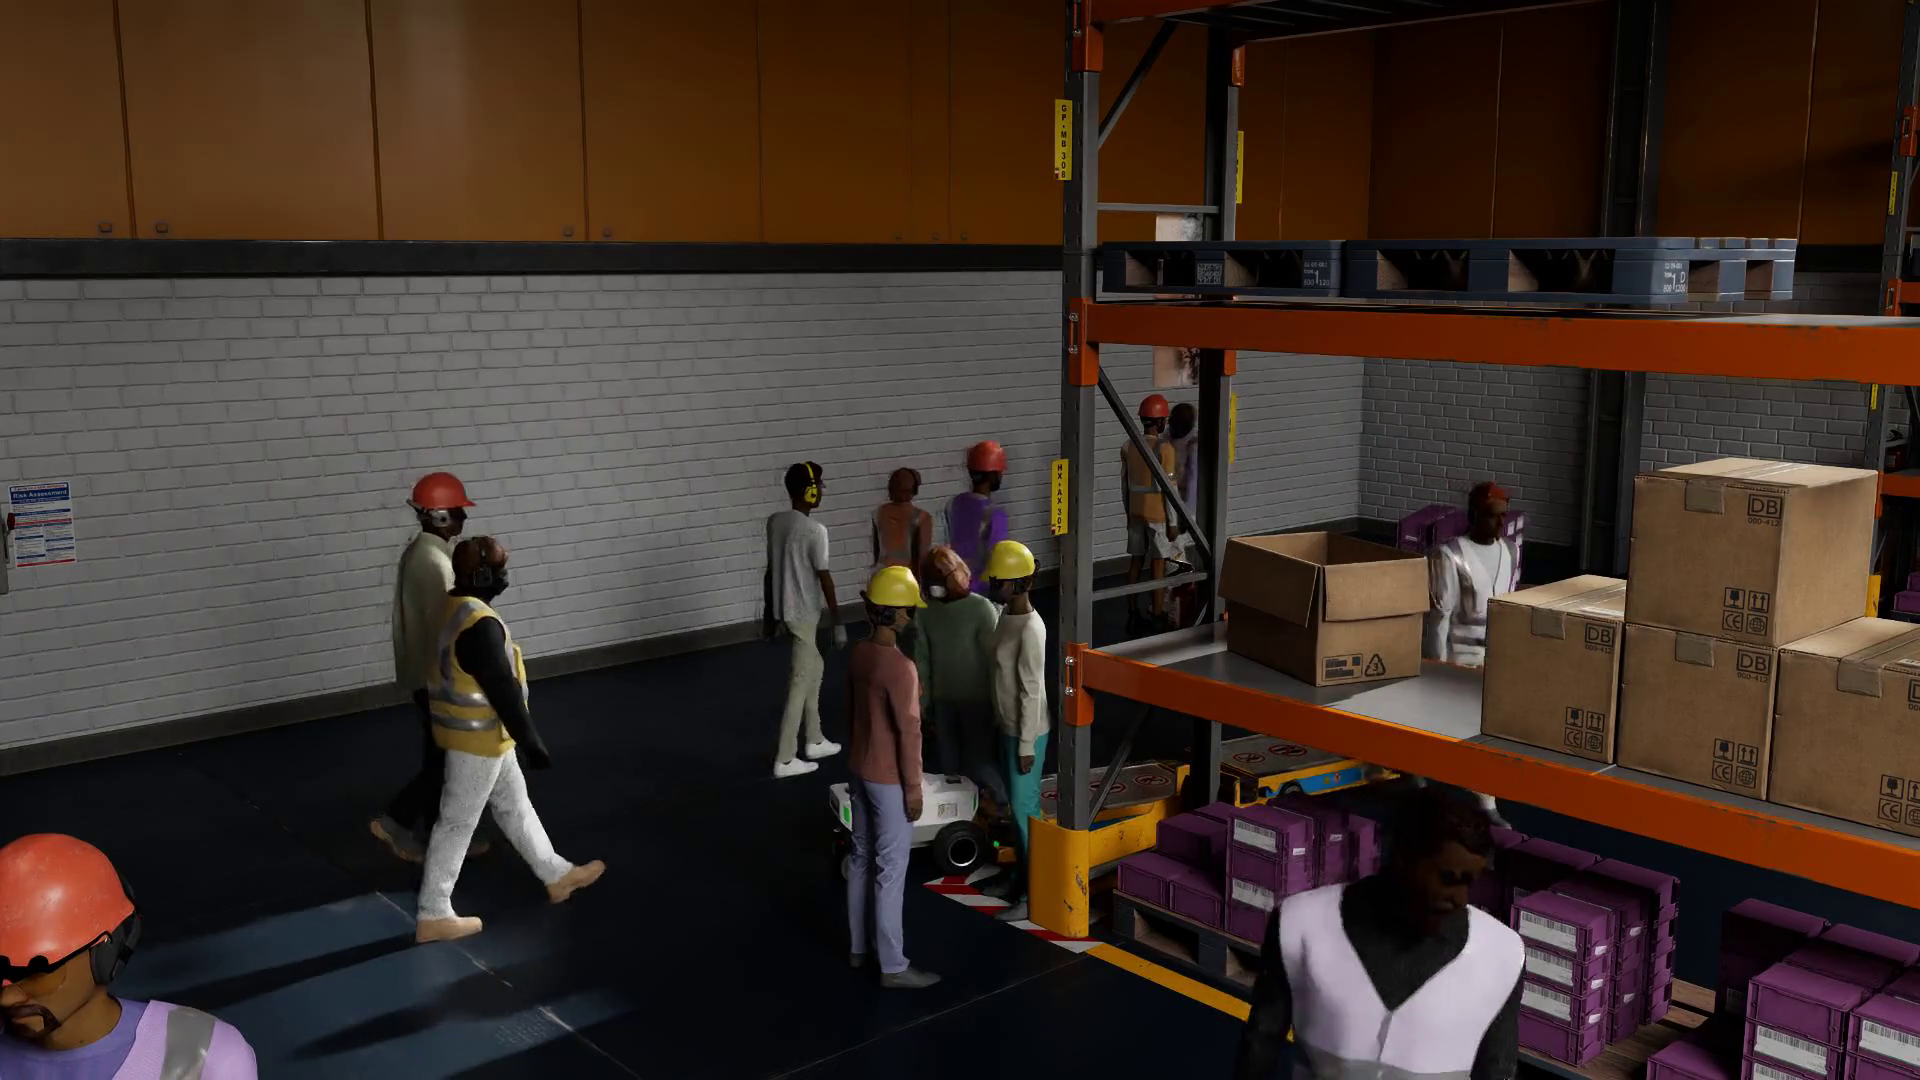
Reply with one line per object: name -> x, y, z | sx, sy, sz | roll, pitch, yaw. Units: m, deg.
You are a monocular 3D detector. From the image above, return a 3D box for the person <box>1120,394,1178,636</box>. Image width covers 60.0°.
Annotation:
person -> 1.538, -0.200, 13.349 | 0.356, 1.938, 0.543 | -9, 13, -42

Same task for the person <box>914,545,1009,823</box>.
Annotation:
person -> 0.021, 0.810, 8.377 | 0.549, 1.607, 0.465 | 7, 12, 35

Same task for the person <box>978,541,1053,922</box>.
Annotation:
person -> 0.248, 0.869, 7.631 | 0.340, 1.760, 0.530 | -1, 10, -9

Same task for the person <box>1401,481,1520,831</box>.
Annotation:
person -> 2.698, 0.597, 8.911 | 0.583, 1.863, 0.718 | -4, 11, -24

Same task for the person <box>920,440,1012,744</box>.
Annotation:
person -> 0.079, 0.336, 10.298 | 0.836, 1.908, 0.565 | -9, 13, -43

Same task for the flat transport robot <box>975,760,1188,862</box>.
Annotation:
flat transport robot -> 0.700, 1.411, 8.795 | 1.431, 0.197, 0.652 | -4, 11, -24

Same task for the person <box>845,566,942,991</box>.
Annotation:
person -> -0.298, 0.982, 6.942 | 0.329, 1.765, 0.526 | -6, 11, -30

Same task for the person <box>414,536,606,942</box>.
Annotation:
person -> -2.063, 0.875, 7.479 | 0.930, 1.794, 0.625 | -4, 11, -23

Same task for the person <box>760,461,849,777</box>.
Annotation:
person -> -0.854, 0.455, 9.796 | 0.740, 1.844, 0.533 | -8, 13, -41

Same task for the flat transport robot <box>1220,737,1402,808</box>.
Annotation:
flat transport robot -> 1.935, 1.284, 9.536 | 1.431, 0.197, 0.652 | -6, 11, -30

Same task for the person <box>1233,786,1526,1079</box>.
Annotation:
person -> 0.922, 1.443, 3.932 | 0.733, 1.873, 0.439 | 2, 10, 14

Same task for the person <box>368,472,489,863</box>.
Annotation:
person -> -2.610, 0.654, 8.215 | 0.533, 1.979, 0.646 | -5, 11, -26

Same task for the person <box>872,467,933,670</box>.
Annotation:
person -> -0.376, 0.301, 11.423 | 0.530, 1.595, 0.850 | 5, 11, 29

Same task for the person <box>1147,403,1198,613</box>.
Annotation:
person -> 1.829, -0.262, 14.101 | 0.456, 1.820, 0.675 | -5, 11, -25

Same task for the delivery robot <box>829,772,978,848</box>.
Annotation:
delivery robot -> -0.281, 1.316, 8.242 | 0.707, 0.478, 0.477 | -3, 10, -16

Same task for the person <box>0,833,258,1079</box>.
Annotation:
person -> -1.574, 1.510, 3.033 | 0.615, 2.040, 0.391 | -1, 10, -3
